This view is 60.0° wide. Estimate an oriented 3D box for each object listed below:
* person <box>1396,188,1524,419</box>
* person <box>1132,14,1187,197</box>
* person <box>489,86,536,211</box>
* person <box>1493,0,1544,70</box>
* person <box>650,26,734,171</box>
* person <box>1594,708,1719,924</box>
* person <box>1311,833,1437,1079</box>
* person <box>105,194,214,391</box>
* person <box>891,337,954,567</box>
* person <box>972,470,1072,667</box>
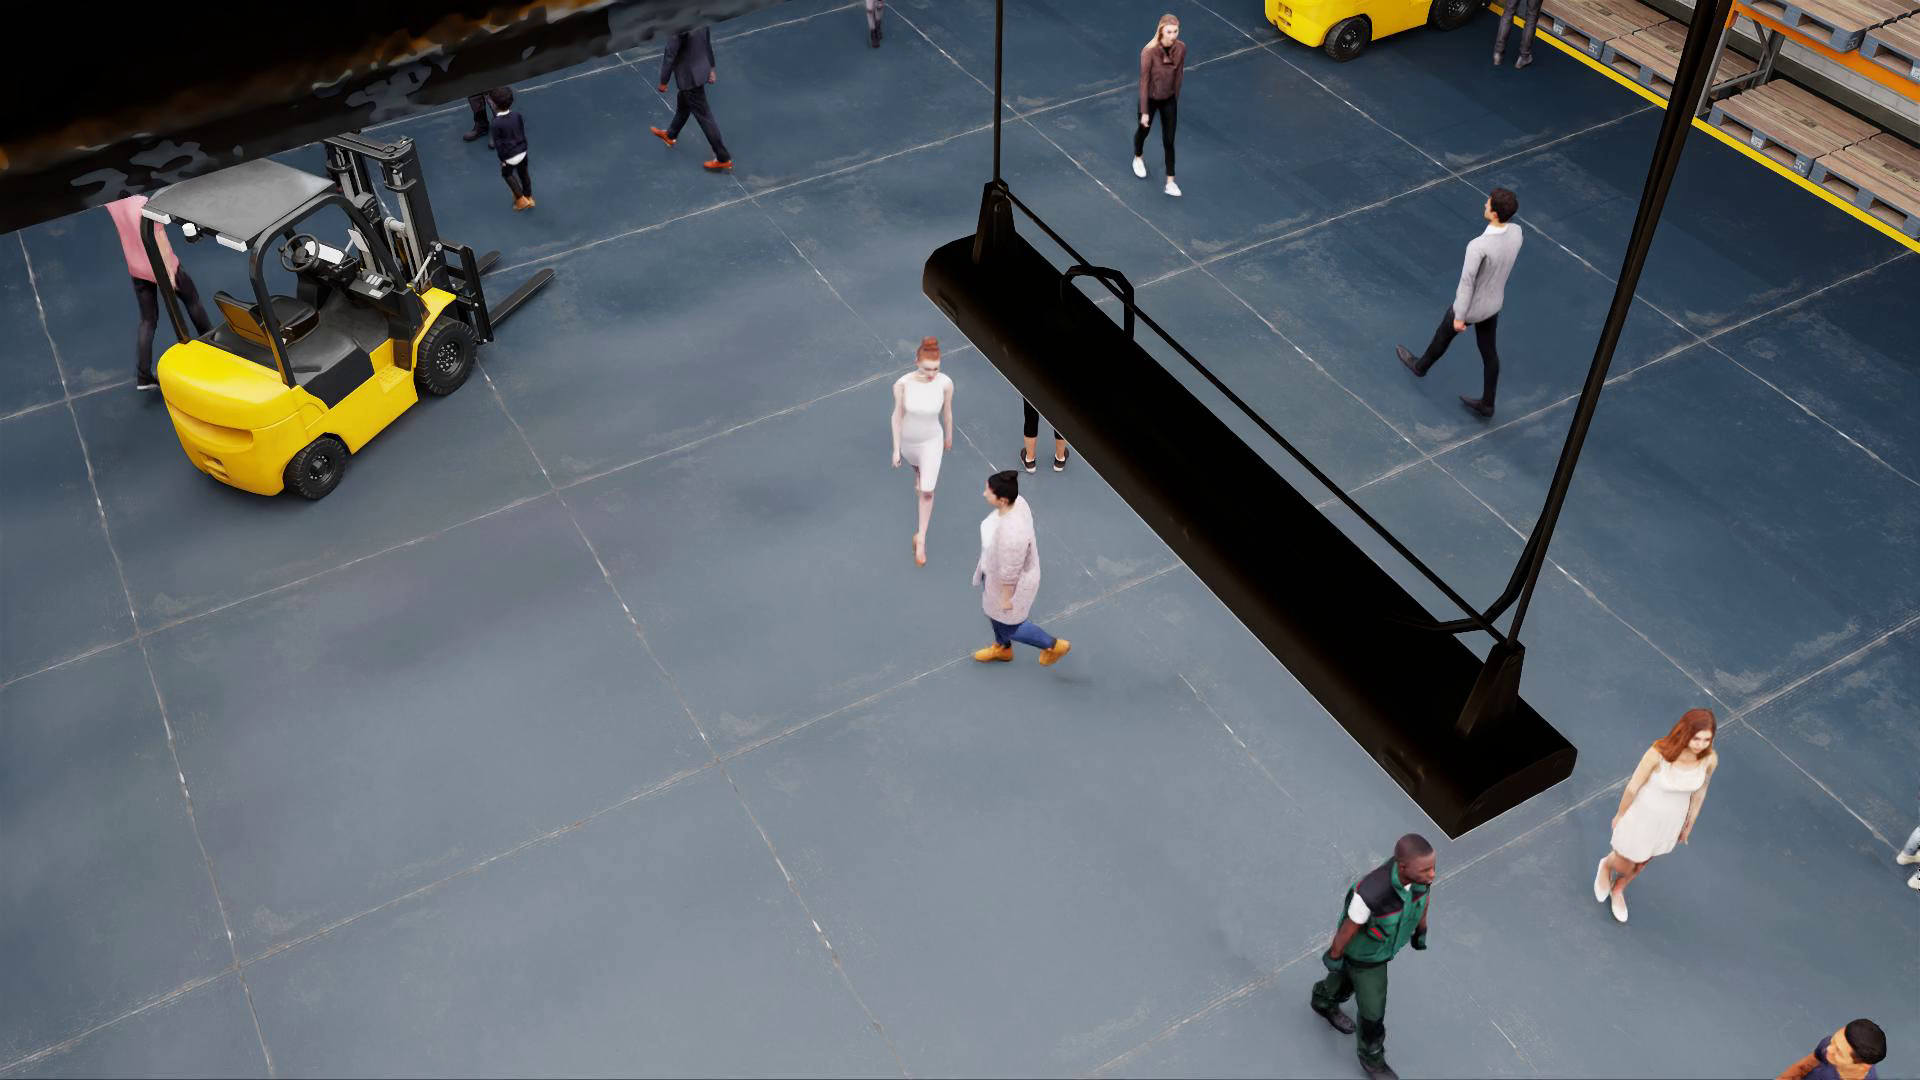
[{"bbox_3d":[3.993,-1.742,12.607,0.798,1.871,1.215,-24,49,-23],"label":"person"},{"bbox_3d":[1.760,-4.023,15.153,0.780,1.661,1.095,-11,45,-11],"label":"person"},{"bbox_3d":[-3.982,-3.500,14.925,0.592,1.218,0.563,34,53,30],"label":"person"},{"bbox_3d":[5.731,-5.680,16.745,0.671,1.866,0.778,18,47,18],"label":"person"},{"bbox_3d":[-2.388,-4.210,15.262,1.270,1.782,1.160,14,45,14],"label":"person"},{"bbox_3d":[3.887,1.469,9.356,0.709,1.707,0.767,3,44,4],"label":"person"},{"bbox_3d":[2.082,2.044,8.677,0.784,1.810,0.984,-27,50,-26],"label":"person"},{"bbox_3d":[-6.319,-2.045,12.890,1.143,1.919,1.263,7,44,8],"label":"person"},{"bbox_3d":[-0.279,-0.737,11.649,1.013,1.738,1.214,5,44,5],"label":"person"},{"bbox_3d":[0.395,0.227,10.646,0.977,1.724,0.968,3,44,4],"label":"person"}]
